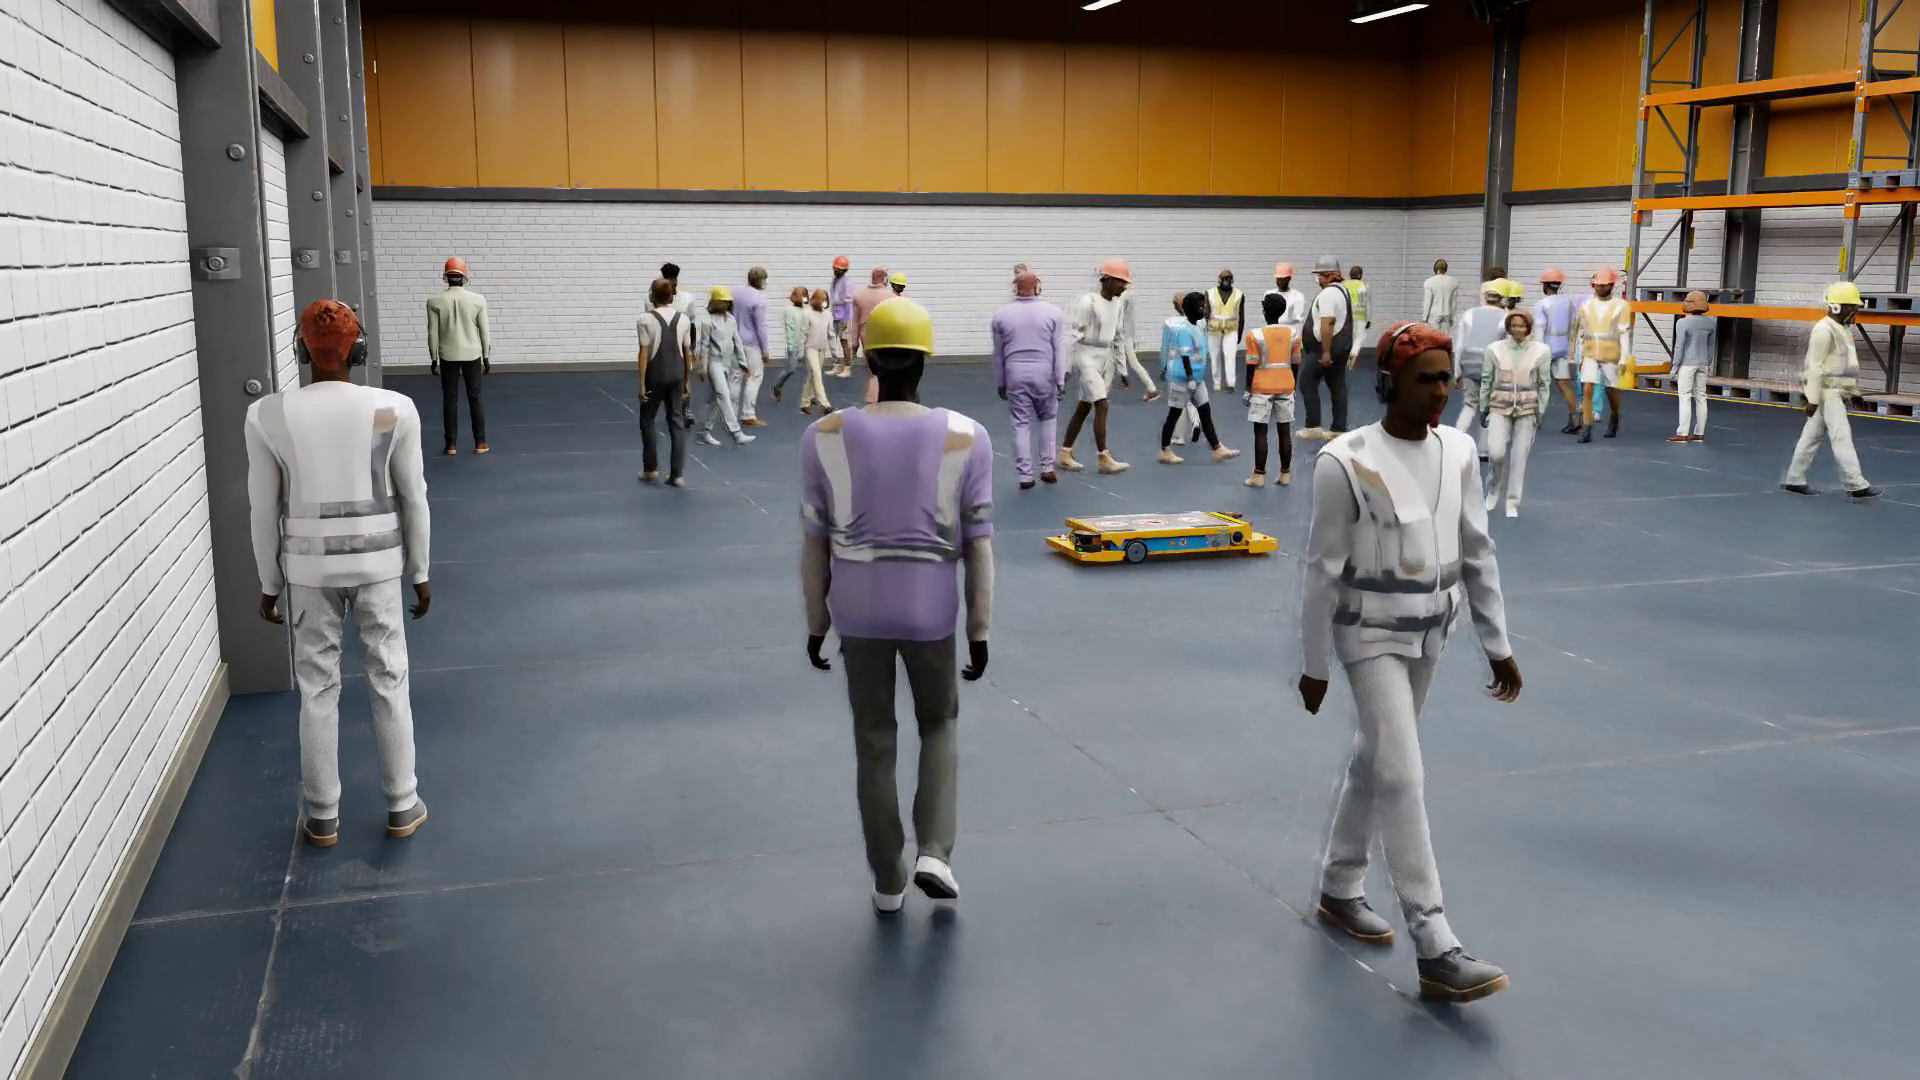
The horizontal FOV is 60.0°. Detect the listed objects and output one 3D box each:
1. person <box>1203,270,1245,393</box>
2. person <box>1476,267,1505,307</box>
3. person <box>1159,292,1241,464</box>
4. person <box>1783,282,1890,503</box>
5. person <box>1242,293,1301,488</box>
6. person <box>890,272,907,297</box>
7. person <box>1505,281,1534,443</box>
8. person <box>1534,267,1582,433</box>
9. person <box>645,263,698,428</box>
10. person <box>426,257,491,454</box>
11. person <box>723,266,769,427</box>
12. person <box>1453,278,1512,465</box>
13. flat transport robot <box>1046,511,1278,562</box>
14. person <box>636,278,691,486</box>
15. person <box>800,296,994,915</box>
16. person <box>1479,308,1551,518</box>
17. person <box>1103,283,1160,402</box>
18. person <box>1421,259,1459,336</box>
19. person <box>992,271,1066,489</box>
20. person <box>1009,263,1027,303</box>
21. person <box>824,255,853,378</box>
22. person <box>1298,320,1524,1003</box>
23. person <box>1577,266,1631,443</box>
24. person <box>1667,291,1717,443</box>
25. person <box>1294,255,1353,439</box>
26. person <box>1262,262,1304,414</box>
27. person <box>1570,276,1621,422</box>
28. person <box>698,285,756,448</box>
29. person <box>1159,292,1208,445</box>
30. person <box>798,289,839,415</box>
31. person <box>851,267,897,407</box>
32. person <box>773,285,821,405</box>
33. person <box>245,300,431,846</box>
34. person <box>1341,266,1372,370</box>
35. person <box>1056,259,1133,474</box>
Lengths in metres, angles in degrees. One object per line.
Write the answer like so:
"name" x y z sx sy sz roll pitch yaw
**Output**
"person" 3.858 -3.055 24.422 0.636 1.788 0.982 1 10 7
"person" 8.610 -3.521 27.003 0.655 1.827 0.637 -7 12 -35
"person" 2.296 -1.538 15.959 0.834 1.653 0.554 5 11 27
"person" 7.279 -1.209 13.682 0.883 1.787 0.609 7 12 37
"person" 2.708 -1.295 14.475 0.537 1.696 0.317 -3 10 -17
"person" -0.905 -2.972 24.005 0.321 1.761 0.522 8 12 37
"person" 5.848 -1.893 17.800 0.548 1.733 0.639 5 11 26
"person" 6.775 -2.160 18.982 0.559 1.896 1.013 -3 10 -19
"person" -3.355 -2.263 19.430 0.628 1.908 0.984 -3 10 -18
"person" -5.097 -1.872 16.953 0.615 1.994 0.381 -3 10 -17
"person" -2.530 -2.273 19.601 0.380 1.900 0.787 -9 13 -41
"person" 5.024 -1.593 15.920 0.625 1.800 0.576 8 13 40
"flat transport robot" 1.366 -0.035 11.305 1.431 0.197 0.652 -3 10 -17
"person" -2.647 -1.393 14.679 0.533 1.819 0.708 -6 12 -32
"person" -0.195 0.218 5.112 0.585 1.912 0.409 0 10 -2
"person" 4.266 -0.971 12.819 0.515 1.624 0.368 3 10 18
"person" 2.287 -2.785 22.812 1.001 1.815 0.487 0 10 2
"person" 8.025 -3.733 27.890 0.631 1.939 0.369 -3 10 -17
"person" 0.613 -1.397 14.522 0.656 1.880 0.649 2 10 11
"person" 1.063 -3.828 28.640 0.468 1.870 0.673 -6 12 -33
"person" -1.947 -3.630 27.113 0.494 2.002 0.658 -7 12 -37
"person" 1.317 0.329 4.657 0.579 1.845 0.917 -6 12 -33
"person" 7.009 -2.020 18.088 0.553 1.907 0.932 7 12 37
"person" 7.901 -1.864 17.951 0.502 1.633 0.280 -3 10 -17
"person" 3.951 -2.101 18.145 0.673 2.000 0.716 6 12 31
"person" 4.009 -2.506 20.828 0.580 1.921 0.454 6 12 32
"person" 7.729 -2.361 20.238 0.587 1.833 0.522 2 10 14
"person" -2.463 -1.812 17.473 0.902 1.697 0.508 5 11 29
"person" 2.366 -1.808 17.621 0.536 1.623 0.388 -3 10 -19
"person" -1.754 -2.337 20.816 0.847 1.586 0.503 9 13 41
"person" -0.943 -2.441 20.618 0.674 1.855 0.982 6 11 30
"person" -2.222 -2.639 22.504 0.704 1.608 0.502 9 13 42
"person" -2.123 0.120 5.748 0.578 1.882 0.353 -3 10 -17
"person" 6.828 -3.845 28.897 0.631 1.821 0.645 6 12 32
"person" 1.287 -1.598 15.426 0.920 1.971 0.621 7 12 35
